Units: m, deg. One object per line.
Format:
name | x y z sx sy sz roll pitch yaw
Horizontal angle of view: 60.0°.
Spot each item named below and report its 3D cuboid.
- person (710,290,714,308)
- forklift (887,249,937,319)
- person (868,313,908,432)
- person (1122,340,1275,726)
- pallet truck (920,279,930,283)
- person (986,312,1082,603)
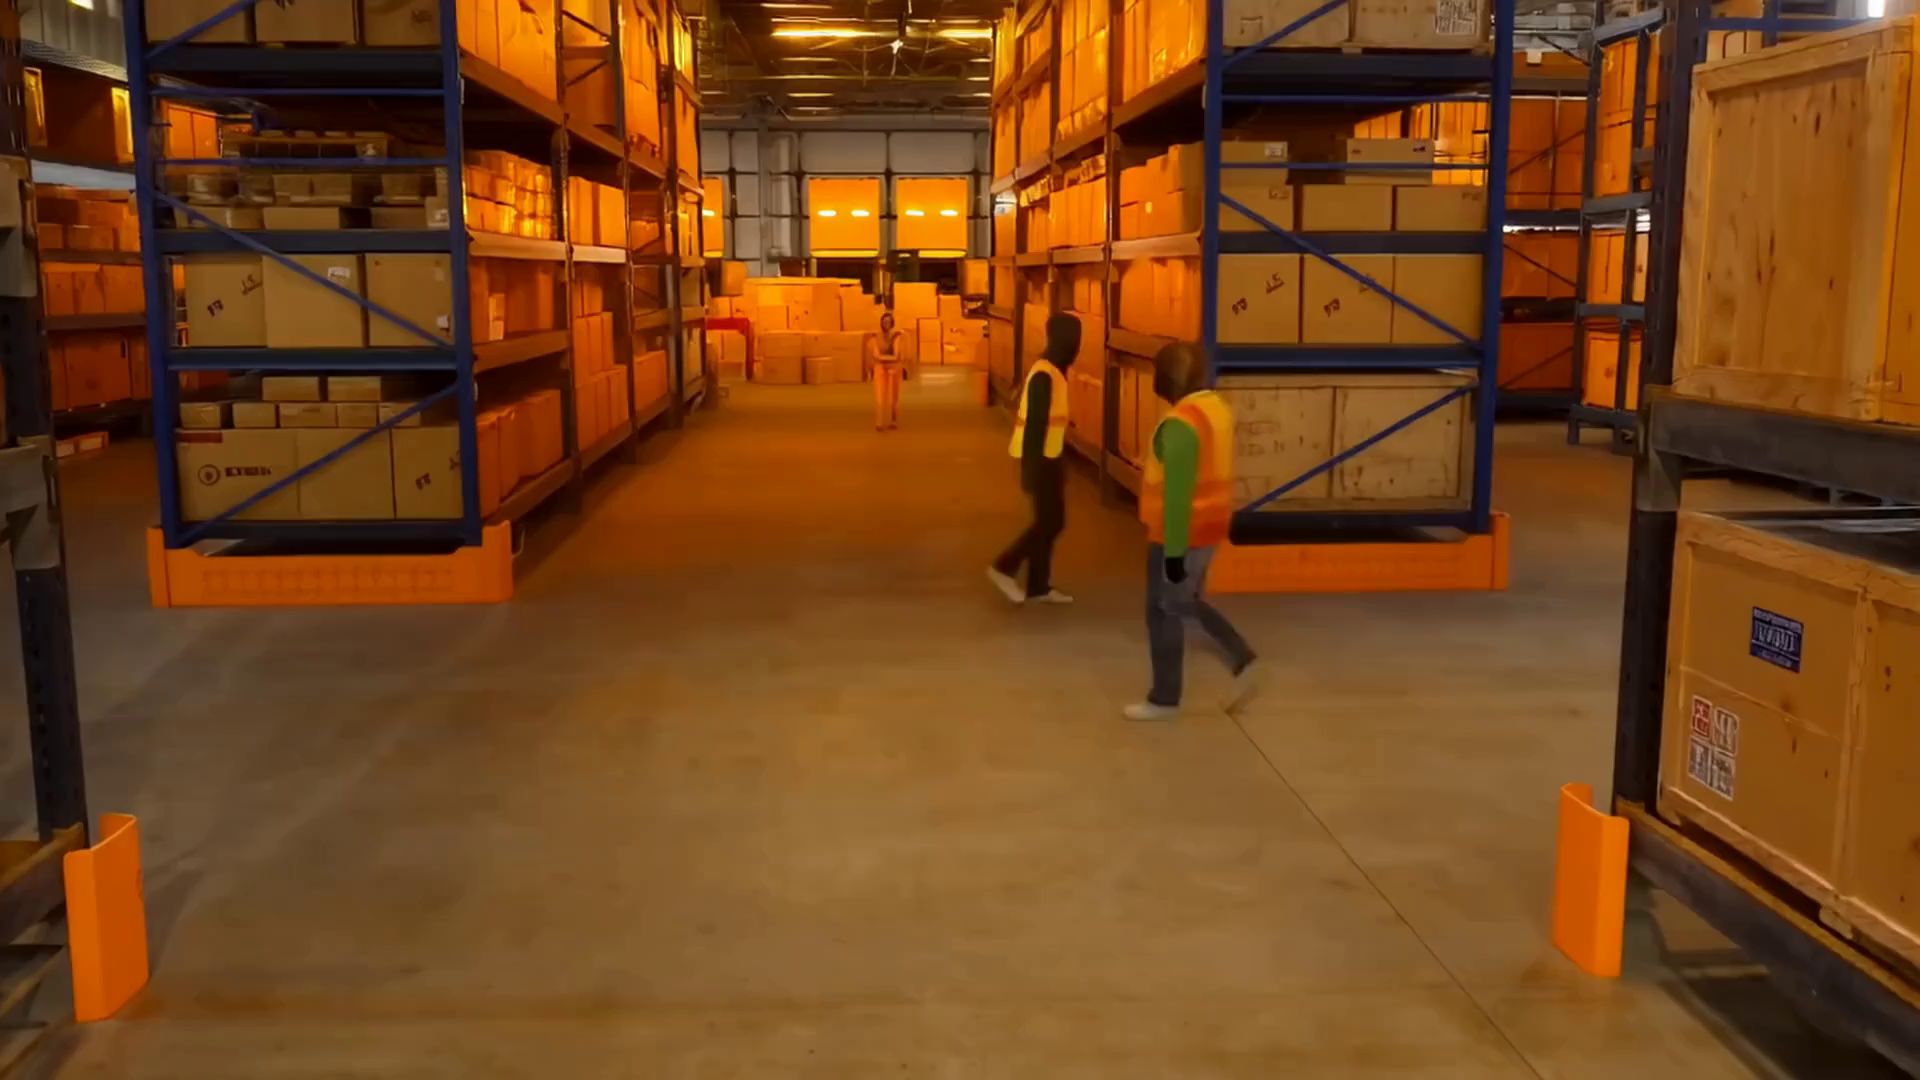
person | -8.571 -7.787 57.211 0.769 1.605 0.517 -2 9 -15
forklift | -1.524 -6.536 45.370 1.129 2.768 1.873 7 11 36
person | -0.979 -2.254 22.486 0.558 1.597 0.835 0 9 3
person | 1.105 -0.019 7.756 0.594 1.824 0.638 5 10 26
pallet truck | -0.932 -8.922 63.114 1.885 1.965 0.823 2 9 13
person | 0.521 -0.508 10.648 0.497 1.892 0.598 2 9 10
